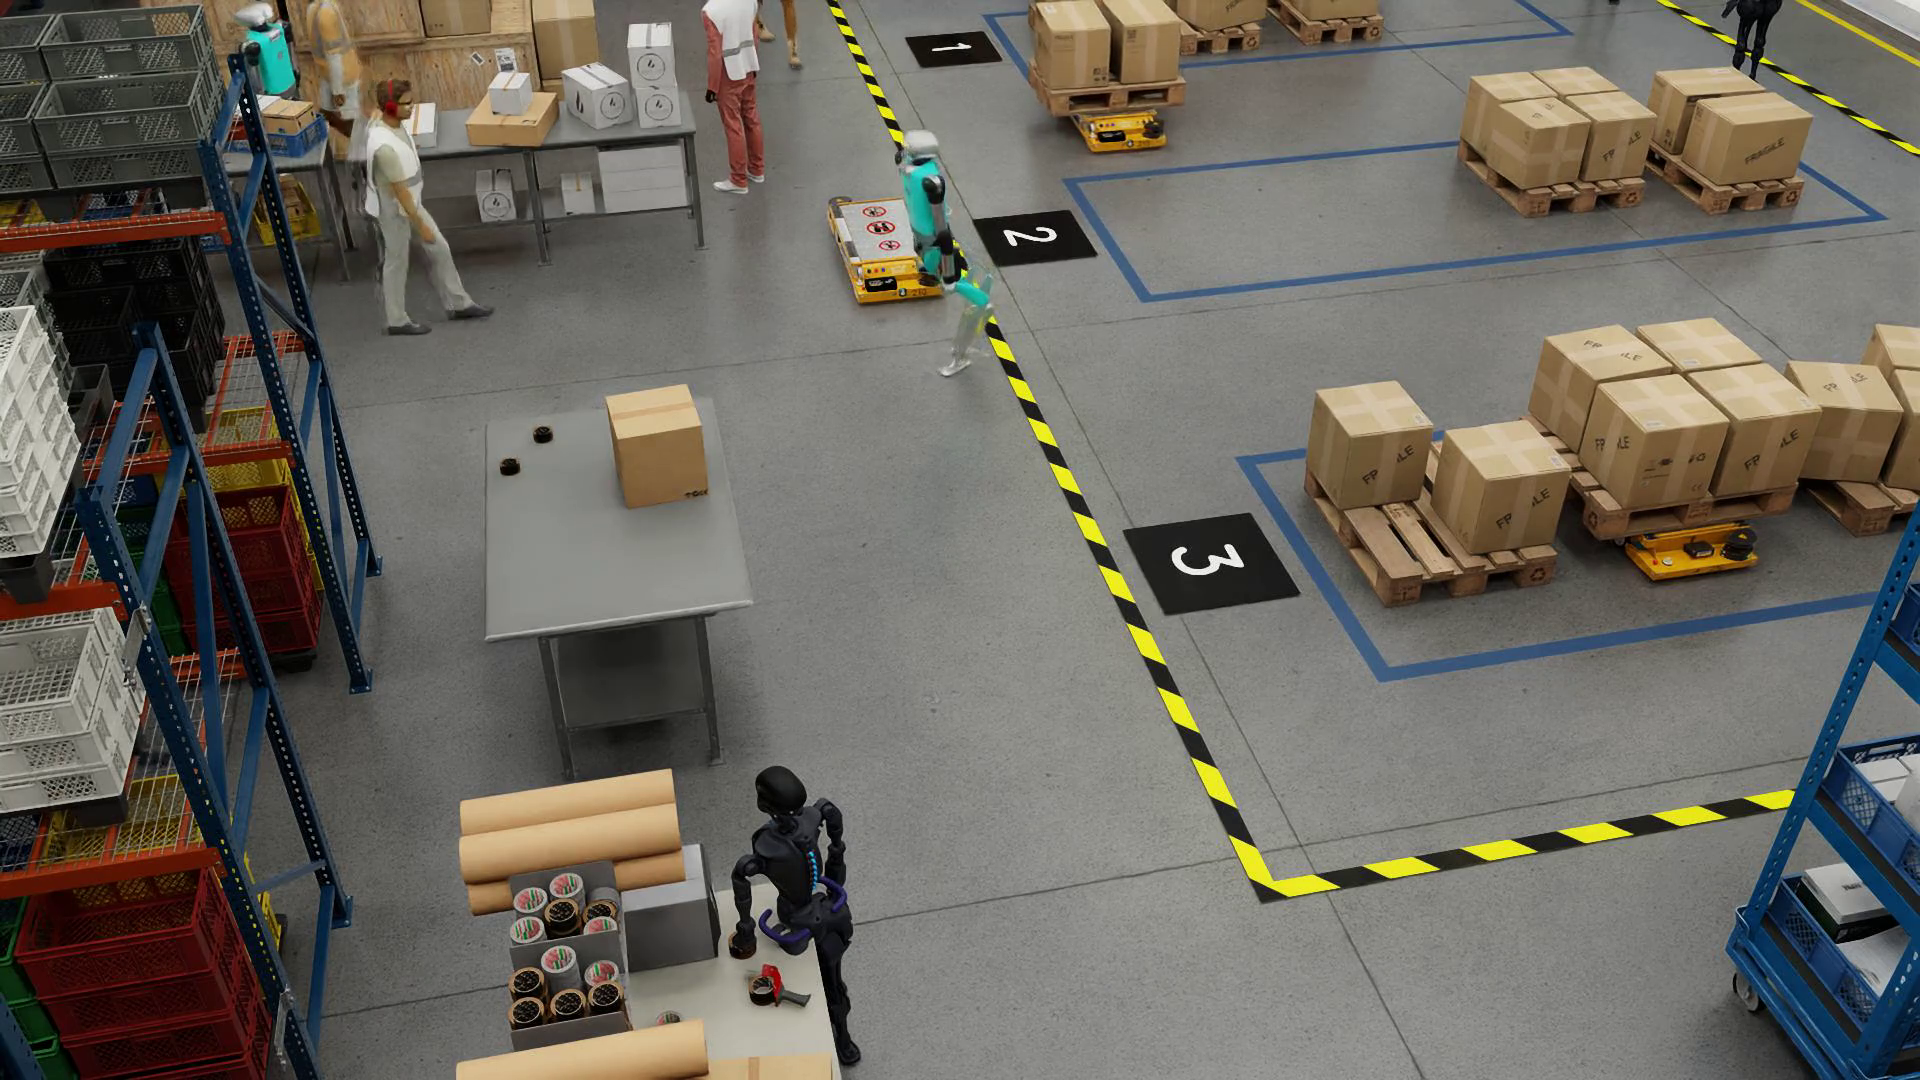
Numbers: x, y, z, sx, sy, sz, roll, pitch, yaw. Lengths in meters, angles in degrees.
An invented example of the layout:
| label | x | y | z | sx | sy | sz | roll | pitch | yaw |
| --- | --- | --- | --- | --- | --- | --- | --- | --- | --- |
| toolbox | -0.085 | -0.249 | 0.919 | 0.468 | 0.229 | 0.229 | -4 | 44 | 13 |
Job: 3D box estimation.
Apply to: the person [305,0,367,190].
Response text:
| label | x | y | z | sx | sy | sz | roll | pitch | yaw |
| --- | --- | --- | --- | --- | --- | --- | --- | --- | --- |
| person | -4.940 | -3.684 | 13.134 | 0.514 | 1.904 | 0.586 | -17 | 40 | -22 |

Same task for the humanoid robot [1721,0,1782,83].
| label | x | y | z | sx | sy | sz | roll | pitch | yaw |
| --- | --- | --- | --- | --- | --- | --- | --- | --- | --- |
| humanoid robot | 7.166 | -4.883 | 14.922 | 0.599 | 1.659 | 0.315 | -15 | 39 | -19 |

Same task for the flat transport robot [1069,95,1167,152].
| label | x | y | z | sx | sy | sz | roll | pitch | yaw |
| --- | --- | --- | --- | --- | --- | --- | --- | --- | --- |
| flat transport robot | 1.290 | -3.815 | 14.658 | 0.652 | 0.197 | 1.431 | -8 | 37 | -10 |

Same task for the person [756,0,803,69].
| label | x | y | z | sx | sy | sz | roll | pitch | yaw |
| --- | --- | --- | --- | --- | --- | --- | --- | --- | --- |
| person | -1.783 | -5.507 | 15.535 | 0.617 | 1.979 | 1.110 | -15 | 39 | -19 |

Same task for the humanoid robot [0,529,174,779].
| label | x | y | z | sx | sy | sz | roll | pitch | yaw |
| --- | --- | --- | --- | --- | --- | --- | --- | --- | --- |
| humanoid robot | -4.129 | 0.515 | 7.685 | 0.552 | 1.646 | 0.612 | 7 | 37 | 9 |

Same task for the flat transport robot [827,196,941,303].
| label | x | y | z | sx | sy | sz | roll | pitch | yaw |
| --- | --- | --- | --- | --- | --- | --- | --- | --- | --- |
| flat transport robot | -0.570 | -2.220 | 12.538 | 0.659 | 0.231 | 1.431 | -8 | 37 | -10 |

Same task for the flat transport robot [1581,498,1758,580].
| label | x | y | z | sx | sy | sz | roll | pitch | yaw |
| --- | --- | --- | --- | --- | --- | --- | --- | --- | --- |
| flat transport robot | 4.062 | -0.294 | 9.926 | 0.652 | 0.197 | 1.431 | -8 | 37 | -10 |

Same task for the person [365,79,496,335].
| label | x | y | z | sx | sy | sz | roll | pitch | yaw |
| --- | --- | --- | --- | --- | --- | --- | --- | --- | --- |
| person | -3.652 | -2.216 | 11.240 | 0.837 | 1.807 | 0.575 | -2 | 37 | -3 |

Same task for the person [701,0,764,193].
| label | x | y | z | sx | sy | sz | roll | pitch | yaw |
| --- | --- | --- | --- | --- | --- | --- | --- | --- | --- |
| person | -1.786 | -3.675 | 13.115 | 0.393 | 1.914 | 0.588 | 20 | 41 | 24 |

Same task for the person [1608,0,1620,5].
| label | x | y | z | sx | sy | sz | roll | pitch | yaw |
| --- | --- | --- | --- | --- | --- | --- | --- | --- | --- |
| person | 6.750 | -6.305 | 16.738 | 0.586 | 1.810 | 0.428 | 5 | 37 | 7 |

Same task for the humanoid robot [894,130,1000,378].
| label | x | y | z | sx | sy | sz | roll | pitch | yaw |
| --- | --- | --- | --- | --- | --- | --- | --- | --- | --- |
| humanoid robot | -0.011 | -1.846 | 10.834 | 0.800 | 1.791 | 0.564 | -17 | 40 | -21 |

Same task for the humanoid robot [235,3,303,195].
| label | x | y | z | sx | sy | sz | roll | pitch | yaw |
| --- | --- | --- | --- | --- | --- | --- | --- | --- | --- |
| humanoid robot | -5.277 | -3.178 | 12.594 | 0.672 | 1.793 | 0.559 | 9 | 38 | 11 |

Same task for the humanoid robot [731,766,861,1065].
| label | x | y | z | sx | sy | sz | roll | pitch | yaw |
| --- | --- | --- | --- | --- | --- | --- | --- | --- | --- |
| humanoid robot | -0.626 | 1.501 | 6.344 | 0.315 | 1.657 | 0.599 | 29 | 45 | 33 |
